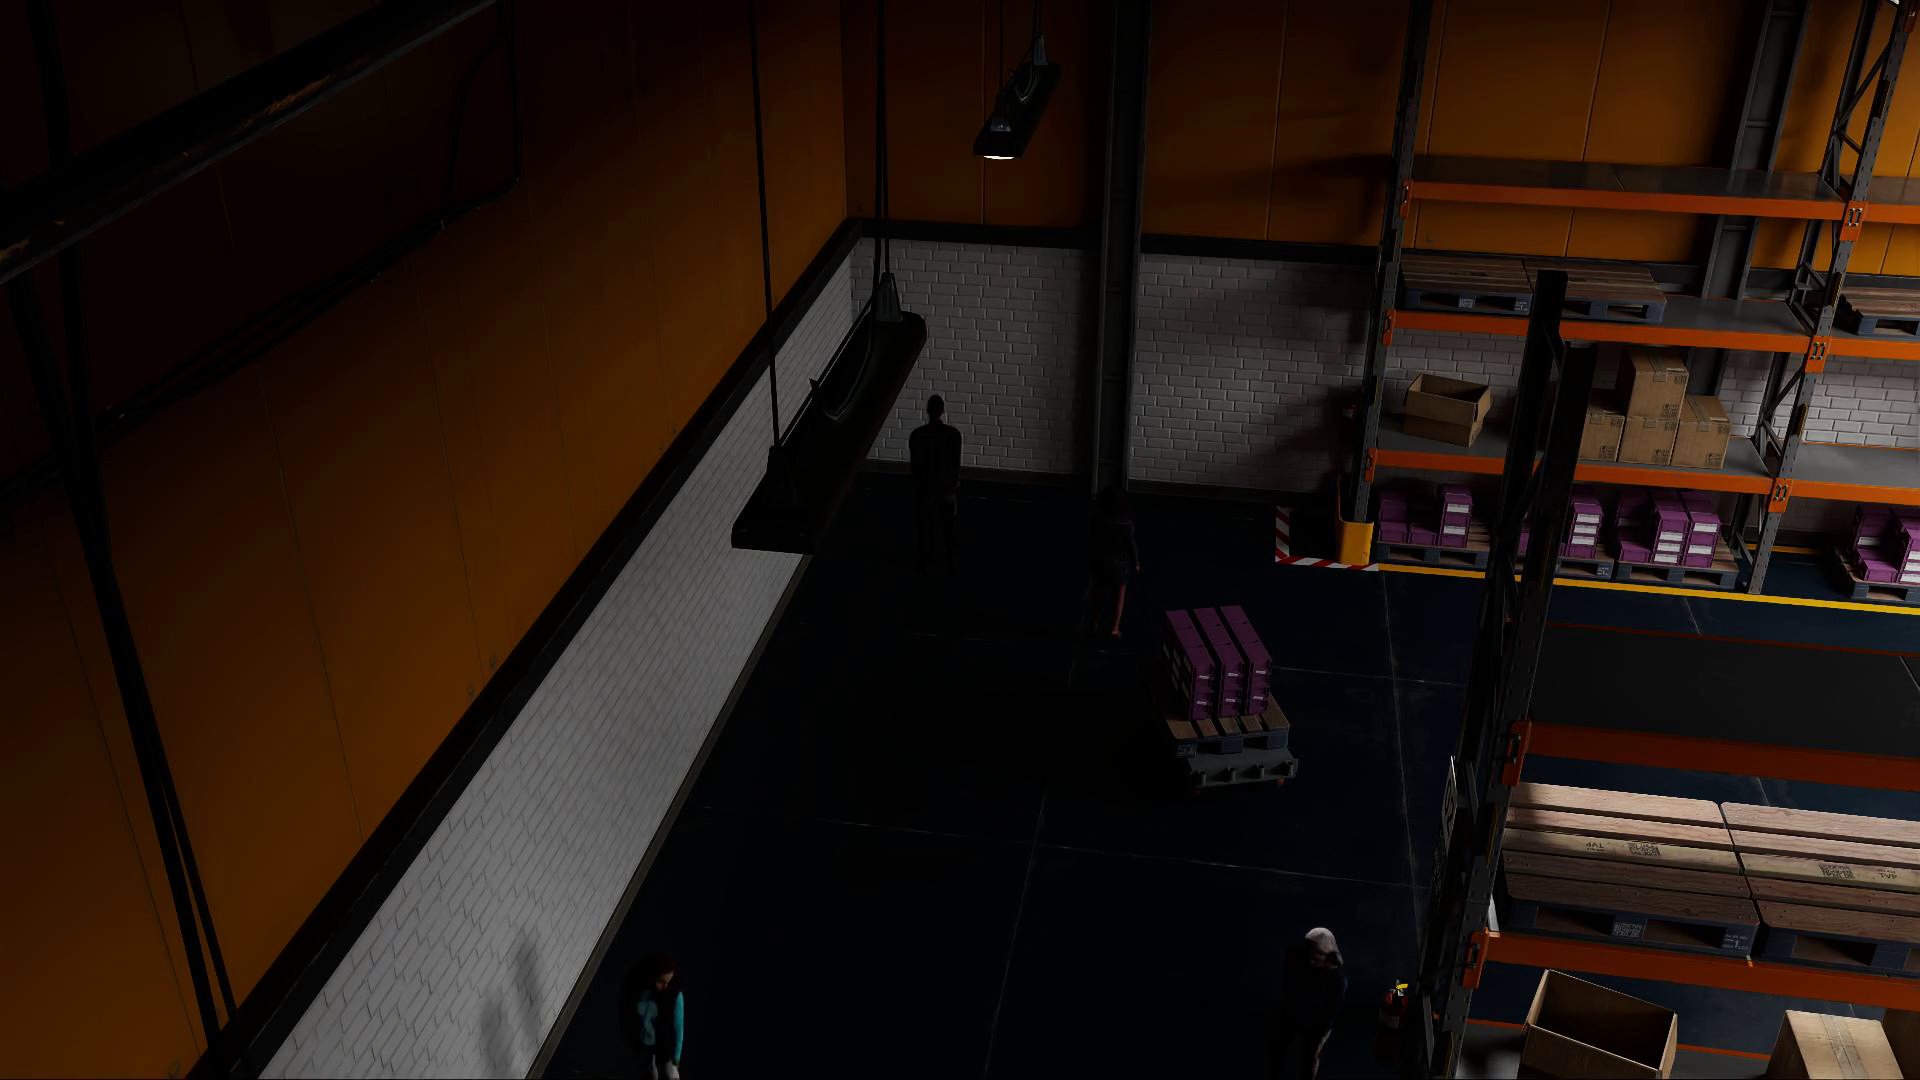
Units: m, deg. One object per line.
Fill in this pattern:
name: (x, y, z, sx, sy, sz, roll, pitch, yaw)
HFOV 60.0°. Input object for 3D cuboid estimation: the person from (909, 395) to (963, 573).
person: (-0.246, -0.586, 17.084, 0.629, 1.912, 0.810, -4, 29, -6)

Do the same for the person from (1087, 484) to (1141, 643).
person: (1.427, 0.264, 15.750, 0.608, 1.696, 0.764, 14, 32, 24)

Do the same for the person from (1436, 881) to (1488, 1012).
person: (3.426, 2.811, 11.545, 0.689, 1.253, 0.634, -16, 33, -27)

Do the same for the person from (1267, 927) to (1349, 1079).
person: (2.281, 3.043, 10.679, 0.841, 1.674, 0.766, -22, 36, -35)

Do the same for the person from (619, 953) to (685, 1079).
person: (-2.005, 3.156, 10.681, 0.530, 1.474, 0.735, 14, 31, 23)
